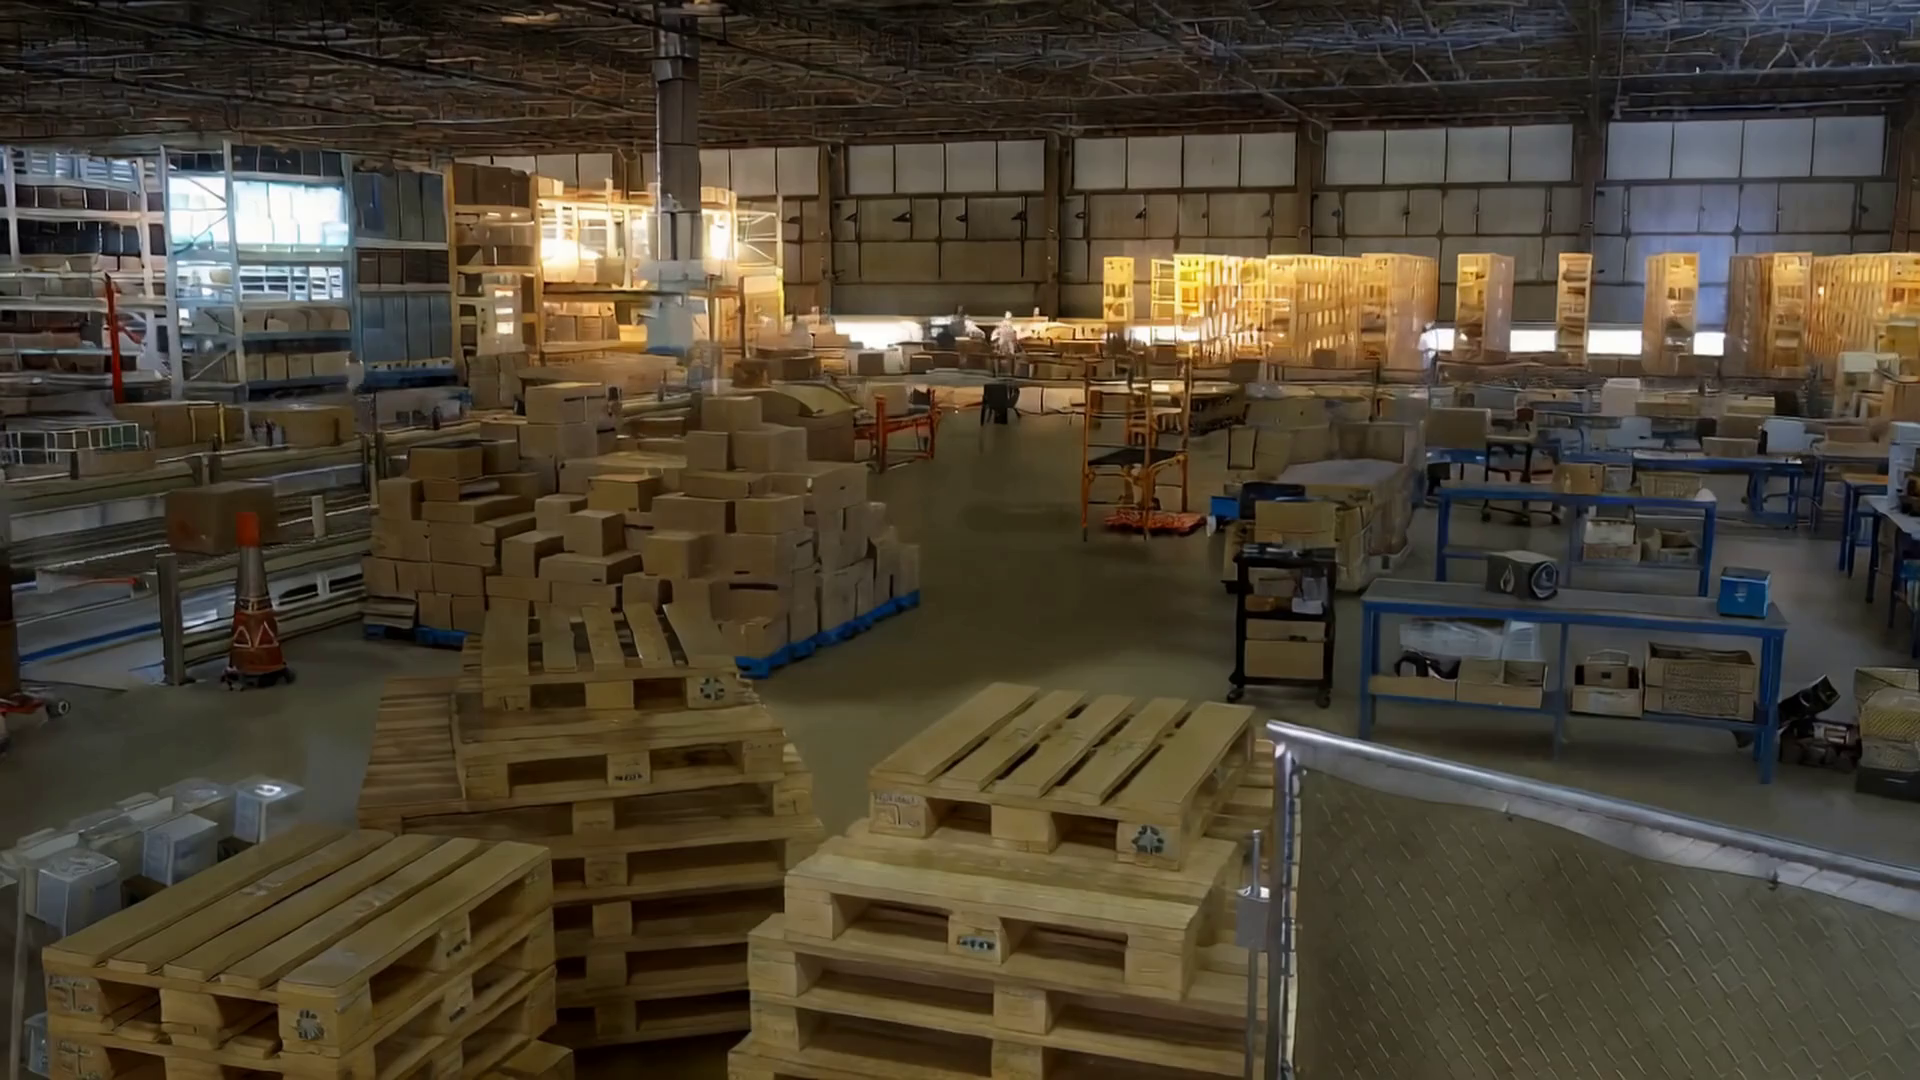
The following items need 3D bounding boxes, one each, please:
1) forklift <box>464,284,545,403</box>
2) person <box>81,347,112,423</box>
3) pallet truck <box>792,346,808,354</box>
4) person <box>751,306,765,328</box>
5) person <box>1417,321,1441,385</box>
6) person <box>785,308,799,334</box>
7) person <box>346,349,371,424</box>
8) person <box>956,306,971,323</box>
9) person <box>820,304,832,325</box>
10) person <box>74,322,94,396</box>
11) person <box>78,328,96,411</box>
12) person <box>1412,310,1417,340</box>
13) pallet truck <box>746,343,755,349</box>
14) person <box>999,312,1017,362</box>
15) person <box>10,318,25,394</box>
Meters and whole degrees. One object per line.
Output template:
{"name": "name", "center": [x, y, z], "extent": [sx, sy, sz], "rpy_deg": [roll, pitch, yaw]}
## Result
{"name": "forklift", "center": [-10.832, -4.702, 39.610], "extent": [1.129, 2.768, 1.873], "rpy_deg": [3, 10, 20]}
{"name": "person", "center": [-15.016, -2.445, 28.821], "extent": [0.596, 1.806, 0.837], "rpy_deg": [2, 9, 14]}
{"name": "pallet truck", "center": [-3.705, -4.298, 42.022], "extent": [0.653, 1.274, 1.630], "rpy_deg": [3, 10, 20]}
{"name": "person", "center": [-7.264, -7.385, 59.455], "extent": [0.570, 1.919, 0.649], "rpy_deg": [3, 10, 21]}
{"name": "person", "center": [12.512, -4.924, 44.374], "extent": [0.593, 1.812, 0.459], "rpy_deg": [0, 9, 2]}
{"name": "person", "center": [-6.597, -8.262, 65.551], "extent": [0.563, 1.738, 0.557], "rpy_deg": [9, 12, 43]}
{"name": "person", "center": [-11.568, -2.864, 32.082], "extent": [0.799, 1.599, 0.503], "rpy_deg": [4, 10, 22]}
{"name": "person", "center": [0.103, -8.503, 66.810], "extent": [0.678, 1.819, 0.530], "rpy_deg": [3, 10, 18]}
{"name": "person", "center": [-4.917, -7.629, 60.765], "extent": [0.381, 1.994, 0.622], "rpy_deg": [7, 12, 39]}
{"name": "person", "center": [-21.724, -4.461, 41.201], "extent": [0.670, 1.885, 0.489], "rpy_deg": [1, 9, 6]}
{"name": "person", "center": [-18.420, -3.519, 35.208], "extent": [0.770, 1.919, 0.629], "rpy_deg": [1, 9, 9]}
{"name": "person", "center": [16.280, -7.308, 59.248], "extent": [0.465, 1.833, 0.567], "rpy_deg": [2, 9, 11]}
{"name": "pallet truck", "center": [-6.183, -4.618, 44.264], "extent": [1.601, 1.201, 0.680], "rpy_deg": [-9, 12, -43]}
{"name": "person", "center": [1.481, -6.160, 51.878], "extent": [0.627, 1.901, 0.966], "rpy_deg": [-5, 10, -27]}
{"name": "person", "center": [-22.514, -4.317, 39.932], "extent": [0.425, 2.006, 0.638], "rpy_deg": [-3, 10, -19]}
